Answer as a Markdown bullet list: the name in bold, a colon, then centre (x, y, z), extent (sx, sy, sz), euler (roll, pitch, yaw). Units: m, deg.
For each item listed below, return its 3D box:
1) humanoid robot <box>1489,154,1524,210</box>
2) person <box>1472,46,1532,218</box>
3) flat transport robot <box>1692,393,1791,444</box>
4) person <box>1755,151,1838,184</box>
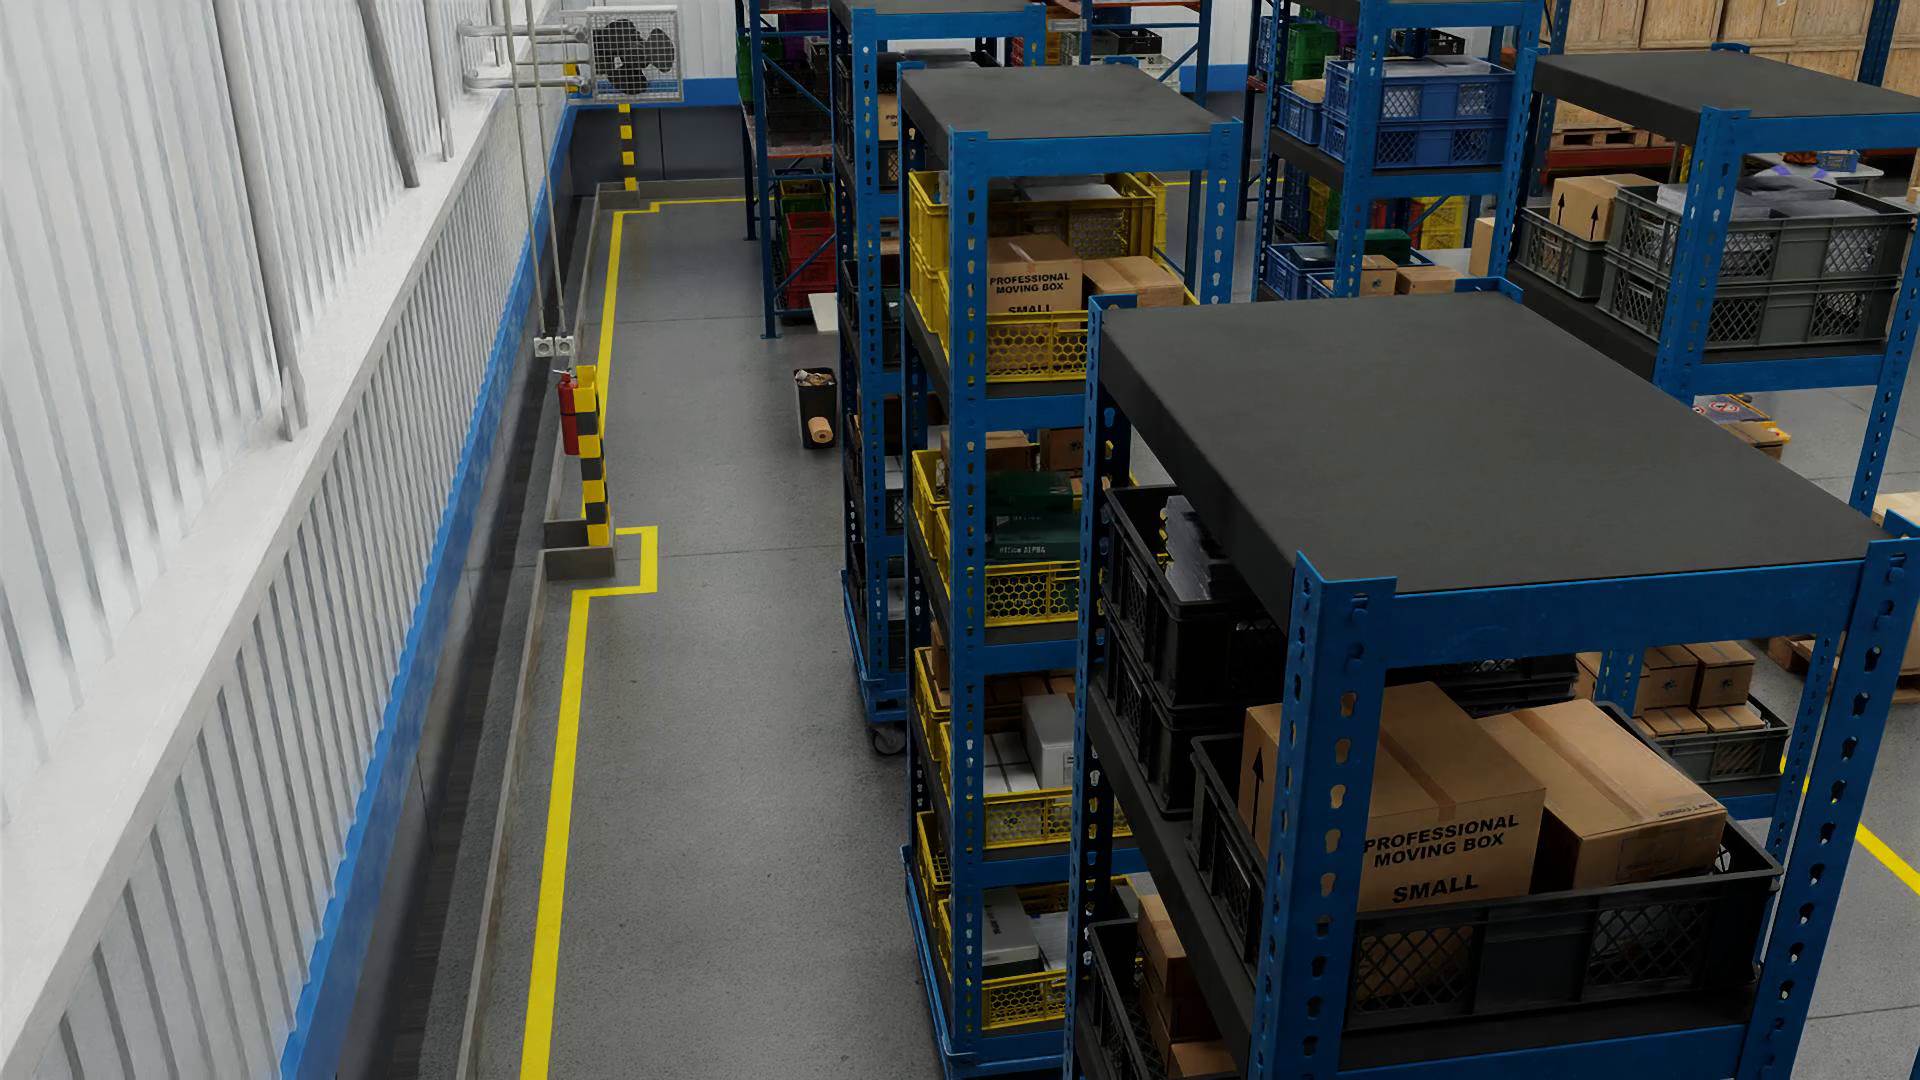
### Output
- **humanoid robot**: centre (6.097, -4.415, 18.222), extent (0.576, 1.639, 0.452), euler (-21, 32, -38)
- **person**: centre (5.723, -4.288, 17.704), extent (0.575, 1.868, 0.462), euler (19, 31, 35)
- **flat transport robot**: centre (5.224, -0.859, 12.132), extent (1.431, 0.197, 0.652), euler (-4, 25, -8)
- **person**: centre (6.464, -2.294, 13.167), extent (0.679, 2.000, 0.536), euler (3, 25, 6)
